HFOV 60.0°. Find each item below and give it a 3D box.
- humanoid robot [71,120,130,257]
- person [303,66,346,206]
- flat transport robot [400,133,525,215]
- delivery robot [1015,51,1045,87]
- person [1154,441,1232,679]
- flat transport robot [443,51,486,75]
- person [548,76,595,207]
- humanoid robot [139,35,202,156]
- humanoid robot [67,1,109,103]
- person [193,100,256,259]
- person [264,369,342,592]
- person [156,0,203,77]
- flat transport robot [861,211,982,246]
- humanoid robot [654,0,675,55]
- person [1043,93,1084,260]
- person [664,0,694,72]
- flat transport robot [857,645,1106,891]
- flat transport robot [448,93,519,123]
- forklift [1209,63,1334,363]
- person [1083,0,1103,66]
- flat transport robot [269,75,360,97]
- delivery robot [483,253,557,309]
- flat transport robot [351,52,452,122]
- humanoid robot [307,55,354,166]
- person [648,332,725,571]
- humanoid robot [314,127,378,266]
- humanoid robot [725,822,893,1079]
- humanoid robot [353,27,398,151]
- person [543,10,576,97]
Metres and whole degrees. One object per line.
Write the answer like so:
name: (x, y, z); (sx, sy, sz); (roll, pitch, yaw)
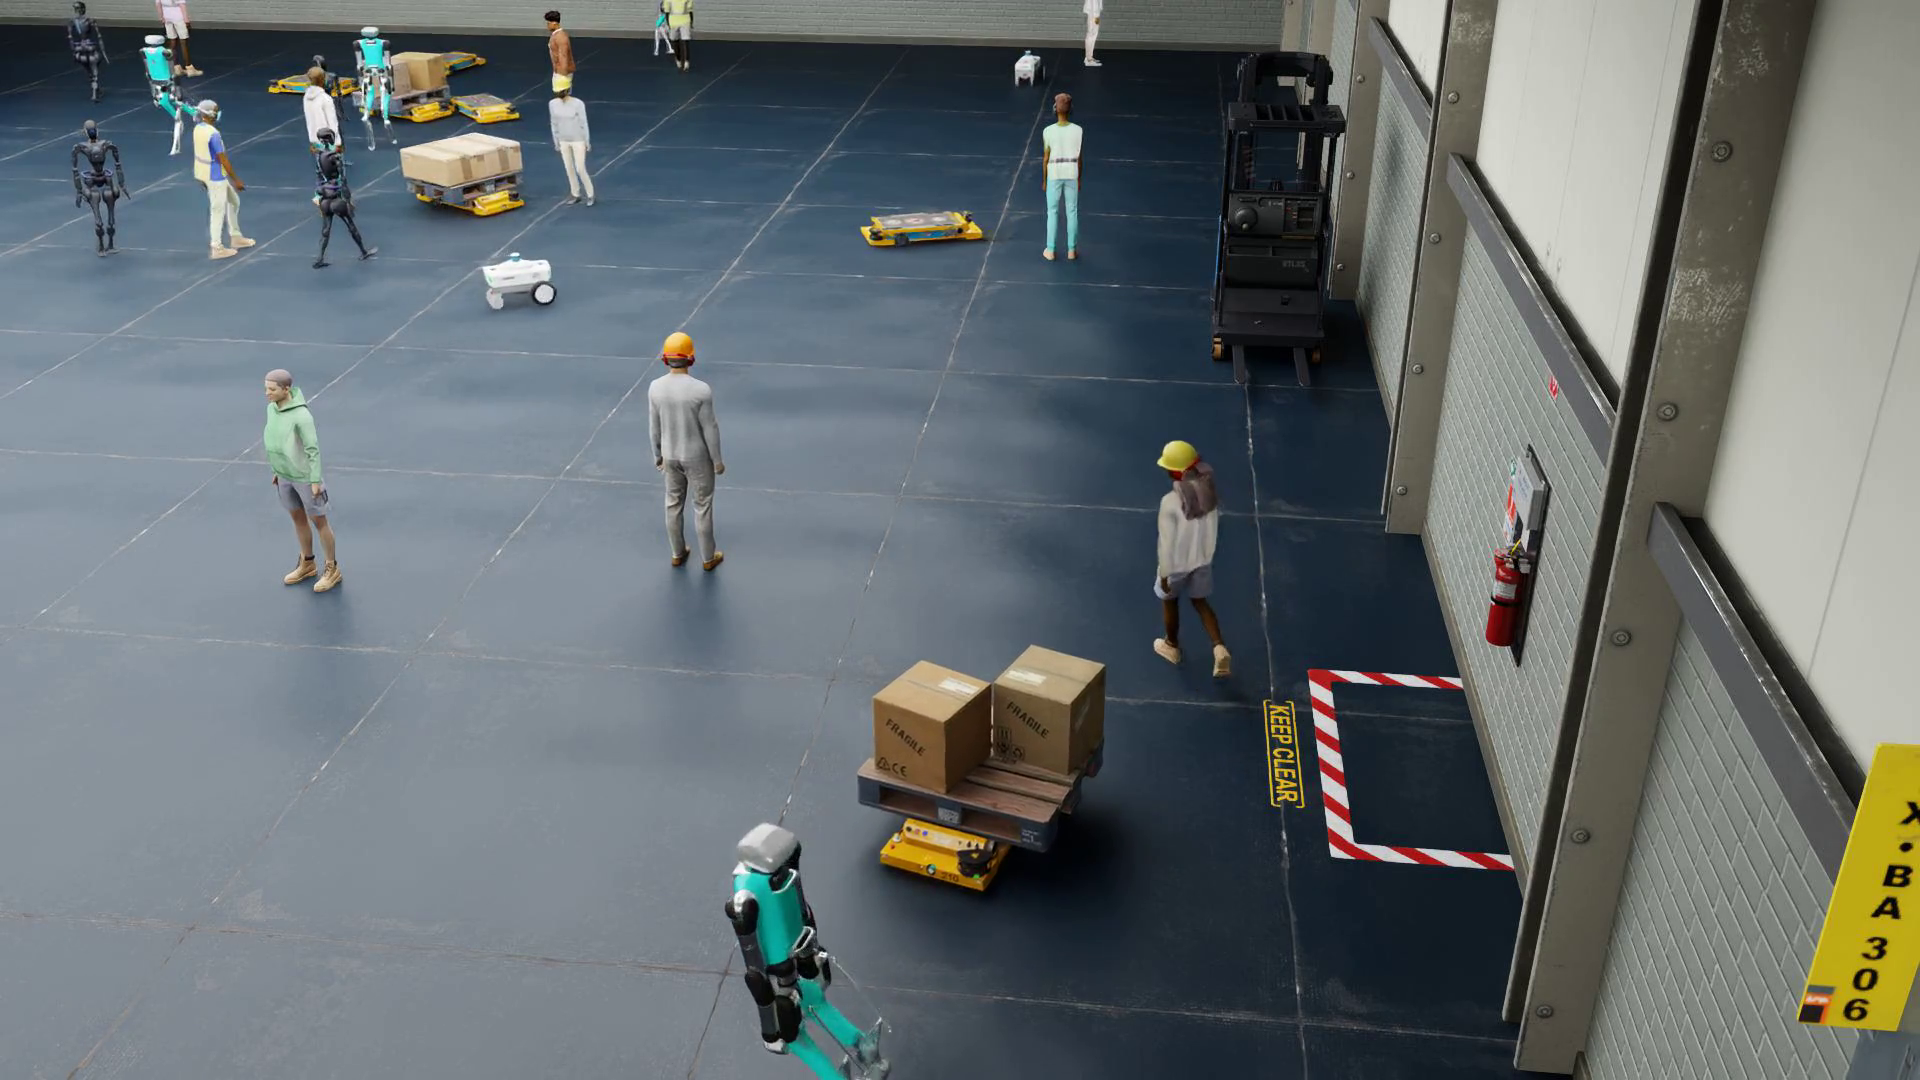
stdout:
humanoid robot: (-10.378, -4.249, 20.061); (0.611, 1.642, 0.439); (-22, 34, -36)
person: (-8.353, -5.184, 21.692); (0.512, 1.892, 0.654); (14, 30, 26)
flat transport robot: (-6.607, -4.626, 22.373); (1.431, 0.231, 0.659); (18, 32, 32)
delivery robot: (1.210, -8.385, 29.554); (0.499, 0.590, 0.793); (6, 27, 12)
person: (1.572, 0.148, 11.207); (0.553, 1.732, 0.708); (-12, 29, -23)
flat transport robot: (-9.438, -8.767, 30.641); (0.659, 0.231, 1.431); (9, 28, 17)
person: (-5.160, -5.283, 22.046); (0.538, 1.737, 0.450); (6, 27, 12)
humanoid robot: (-11.660, -6.698, 24.898); (0.540, 1.782, 0.917); (8, 28, 15)
humanoid robot: (-14.714, -8.240, 28.075); (0.610, 1.619, 0.799); (0, 27, 0)
person: (-8.866, -4.348, 20.039); (0.738, 1.868, 0.544); (-19, 33, -34)
person: (-4.926, -0.457, 12.406); (0.469, 1.743, 0.347); (13, 30, 25)
person: (-14.094, -9.377, 29.888); (0.605, 2.038, 0.391); (10, 28, 19)
flat transport robot: (-0.490, -3.925, 20.973); (1.431, 0.231, 0.659); (-6, 27, -13)
humanoid robot: (-5.646, -10.182, 31.838); (0.851, 1.778, 0.608); (20, 33, 35)
person: (1.224, -4.328, 19.875); (0.485, 1.978, 0.405); (-2, 27, -4)
person: (-5.124, -9.441, 30.433); (0.525, 1.663, 0.864); (-5, 27, -9)
flat transport robot: (0.120, 1.561, 10.022); (0.659, 0.231, 1.431); (11, 29, 21)
flat transport robot: (-7.833, -7.092, 27.296); (0.659, 0.231, 1.431); (-18, 32, -32)
forklift: (3.241, -3.477, 17.183); (1.129, 2.768, 1.873); (3, 27, 6)
person: (2.472, -9.757, 30.832); (0.380, 1.870, 0.498); (-1, 27, -1)
flat transport robot: (-11.197, -7.884, 28.878); (1.431, 0.231, 0.659); (8, 28, 15)
delivery robot: (-4.940, -2.925, 18.632); (0.756, 0.571, 0.499); (-11, 29, -21)
flat transport robot: (-9.093, -7.082, 27.276); (1.431, 0.231, 0.659); (15, 30, 27)
humanoid robot: (-9.062, -6.112, 23.791); (0.512, 1.631, 0.600); (19, 32, 33)
person: (-2.077, -0.663, 12.658); (0.569, 1.889, 0.389); (7, 27, 13)
humanoid robot: (-7.461, -4.093, 19.796); (0.600, 1.633, 0.788); (19, 32, 33)
humanoid robot: (-0.596, 2.081, 7.370); (0.752, 1.792, 0.546); (9, 28, 18)
humanoid robot: (-8.779, -6.727, 24.990); (0.534, 1.800, 0.796); (-5, 27, -10)
person: (-6.222, -7.337, 26.033); (0.419, 1.843, 0.788); (-11, 28, -20)
